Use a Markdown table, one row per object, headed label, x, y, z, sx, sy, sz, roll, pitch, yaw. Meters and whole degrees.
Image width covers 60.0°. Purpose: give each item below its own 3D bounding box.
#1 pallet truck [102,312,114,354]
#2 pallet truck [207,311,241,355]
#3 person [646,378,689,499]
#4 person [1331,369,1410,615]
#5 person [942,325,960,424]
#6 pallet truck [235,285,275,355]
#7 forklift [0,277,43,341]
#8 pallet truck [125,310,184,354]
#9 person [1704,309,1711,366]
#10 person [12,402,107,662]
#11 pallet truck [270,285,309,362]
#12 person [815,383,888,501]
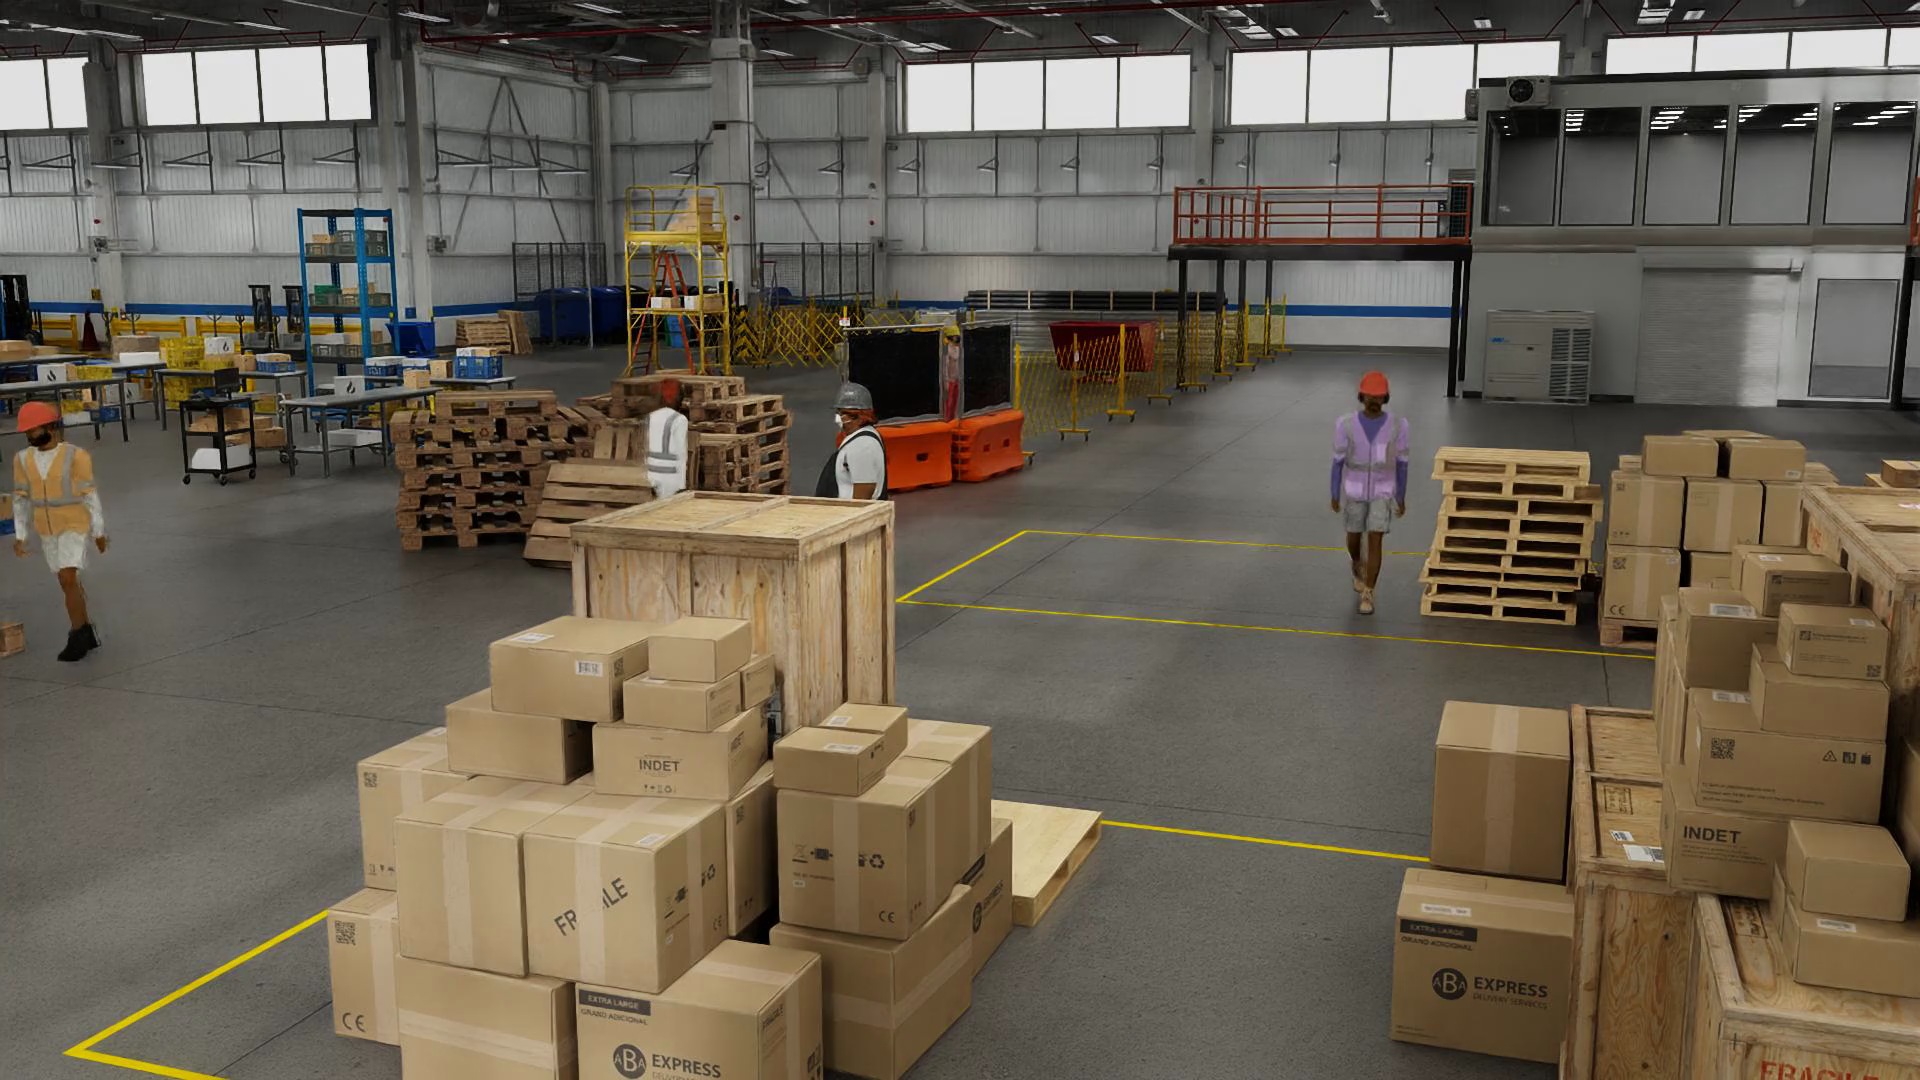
| label | x | y | z | sx | sy | sz | roll | pitch | yaw |
| --- | --- | --- | --- | --- | --- | --- | --- | --- | --- |
| pallet truck | -23.057 | -5.777 | 46.261 | 0.680 | 1.201 | 1.601 | 3 | 11 | 19 |
| pallet truck | -19.537 | -5.575 | 44.913 | 0.653 | 1.274 | 1.630 | 3 | 11 | 19 |
| person | -2.711 | -0.523 | 14.931 | 0.778 | 1.855 | 0.602 | -9 | 14 | -42 |
| person | 3.427 | -0.429 | 13.910 | 0.617 | 2.027 | 0.771 | 3 | 11 | 17 |
| person | -0.117 | -2.508 | 26.329 | 0.297 | 1.772 | 0.533 | 5 | 11 | 26 |
| pallet truck | -18.327 | -5.835 | 44.421 | 0.823 | 1.965 | 1.885 | 4 | 11 | 23 |
| forklift | -27.151 | -6.329 | 46.328 | 1.157 | 1.987 | 2.680 | 3 | 11 | 17 |
| pallet truck | -22.038 | -5.665 | 45.457 | 0.704 | 1.261 | 1.522 | 3 | 11 | 17 |
| person | 18.188 | -5.094 | 40.632 | 0.651 | 1.851 | 0.985 | -4 | 11 | -20 |
| person | -6.620 | -0.055 | 12.135 | 0.559 | 1.899 | 0.787 | 1 | 10 | 5 |
| pallet truck | -17.147 | -5.700 | 43.663 | 0.823 | 1.965 | 1.885 | 3 | 11 | 17 |
| person | -0.801 | -0.139 | 12.221 | 0.536 | 2.000 | 0.677 | 0 | 10 | 0 |
